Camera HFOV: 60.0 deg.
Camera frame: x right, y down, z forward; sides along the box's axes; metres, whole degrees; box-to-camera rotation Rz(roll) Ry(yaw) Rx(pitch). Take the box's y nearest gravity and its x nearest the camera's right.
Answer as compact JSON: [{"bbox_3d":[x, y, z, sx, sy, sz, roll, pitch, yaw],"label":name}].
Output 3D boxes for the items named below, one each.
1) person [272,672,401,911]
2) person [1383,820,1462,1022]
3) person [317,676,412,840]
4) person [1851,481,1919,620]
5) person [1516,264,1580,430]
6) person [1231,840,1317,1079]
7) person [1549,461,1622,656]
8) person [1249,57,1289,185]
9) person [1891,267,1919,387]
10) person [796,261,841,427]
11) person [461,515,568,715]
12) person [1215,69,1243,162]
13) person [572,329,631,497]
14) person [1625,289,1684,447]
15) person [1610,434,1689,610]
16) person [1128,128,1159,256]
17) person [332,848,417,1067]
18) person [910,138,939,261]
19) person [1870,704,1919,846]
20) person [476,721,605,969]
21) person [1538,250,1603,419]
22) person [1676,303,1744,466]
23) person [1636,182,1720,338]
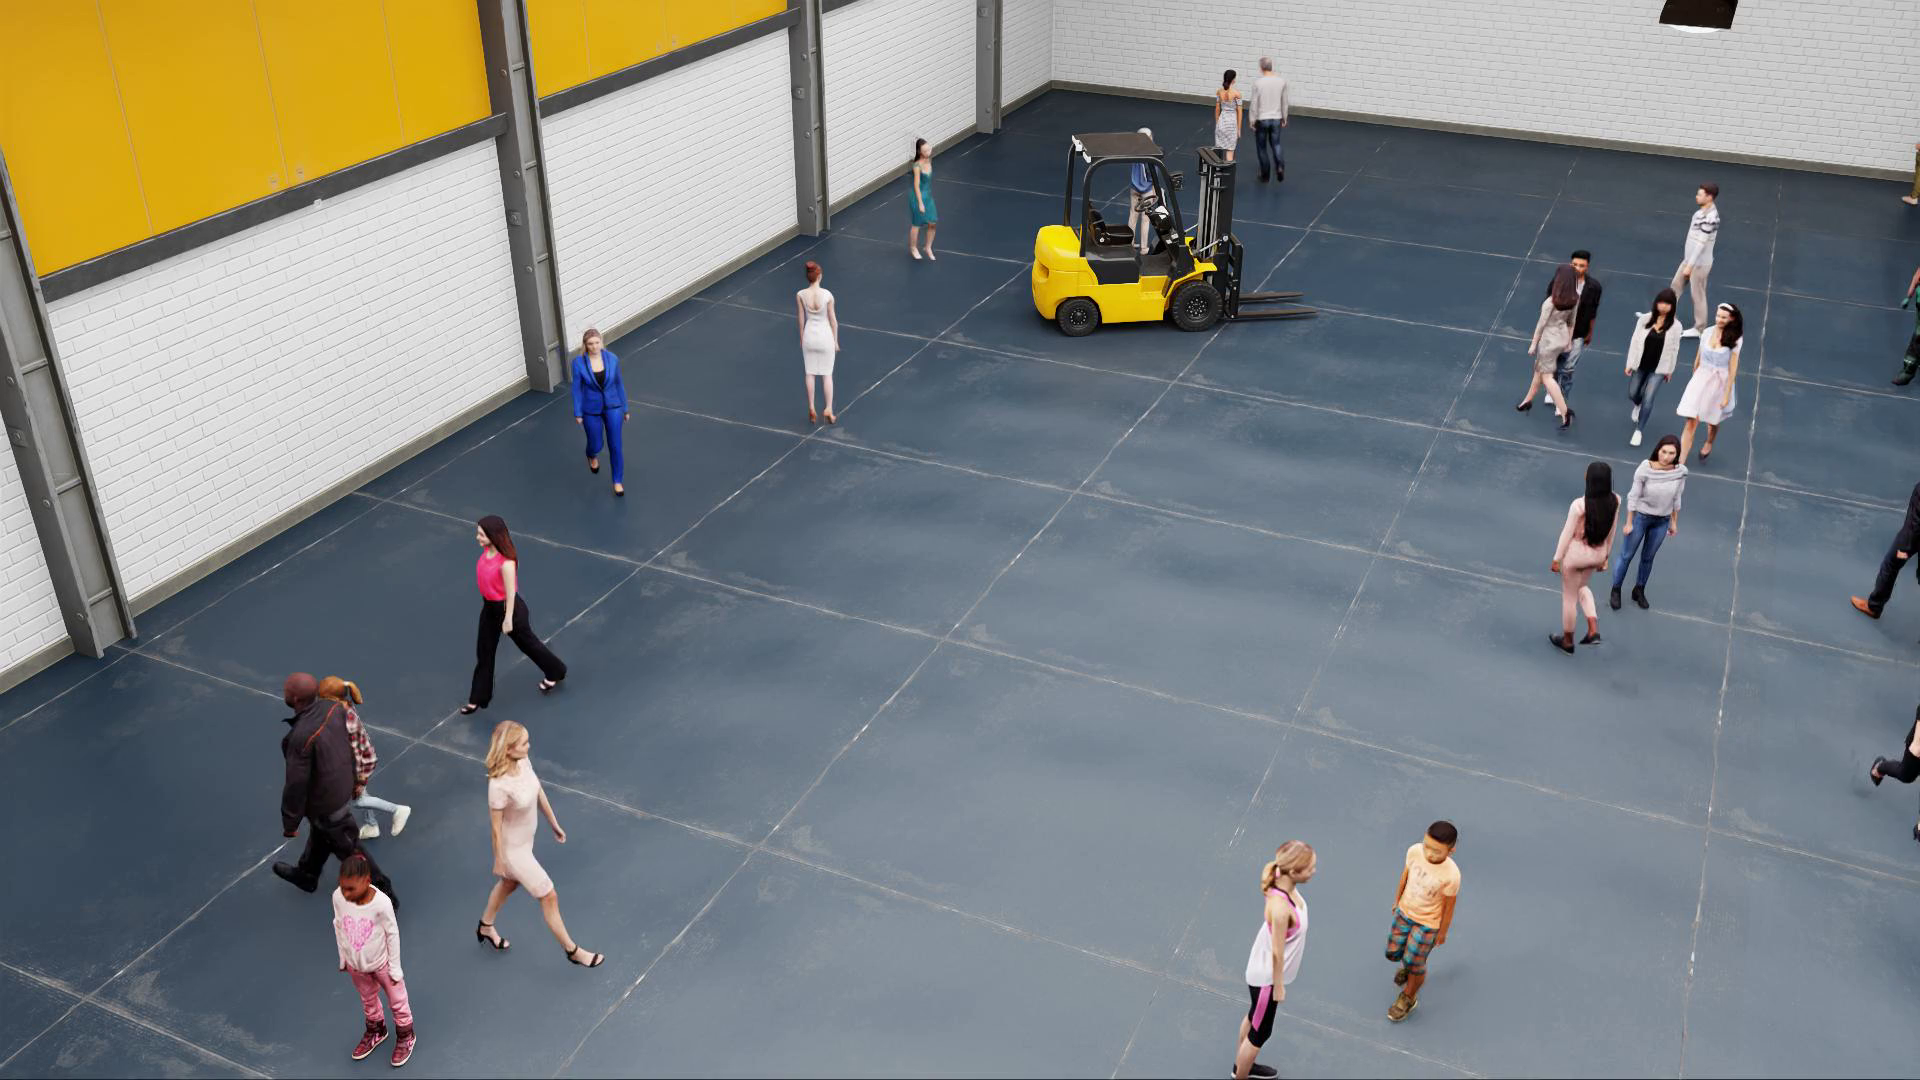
[{"bbox_3d":[-3.929,1.638,10.552,1.055,1.794,1.189,2,29,4],"label":"person"},{"bbox_3d":[2.782,2.205,9.871,0.763,1.450,0.681,-19,34,-31],"label":"person"},{"bbox_3d":[-4.054,1.488,11.353,0.806,1.290,0.742,-14,31,-24],"label":"person"},{"bbox_3d":[7.898,0.024,13.530,1.174,1.775,1.279,-7,29,-13],"label":"person"},{"bbox_3d":[6.198,-1.973,17.255,1.094,1.715,1.083,-15,32,-26],"label":"person"},{"bbox_3d":[1.702,2.384,9.200,0.699,1.780,0.551,6,29,11],"label":"person"},{"bbox_3d":[5.029,0.197,13.281,0.787,1.711,0.846,-11,31,-19],"label":"person"},{"bbox_3d":[4.627,-6.226,24.887,1.006,1.873,1.098,-1,29,-2],"label":"person"},{"bbox_3d":[10.776,-2.615,18.348,1.316,1.795,1.123,-17,33,-28],"label":"person"},{"bbox_3d":[-1.487,-2.045,17.304,0.618,1.794,0.556,7,29,12],"label":"person"},{"bbox_3d":[-3.408,0.558,12.737,1.172,1.597,0.883,-22,36,-35],"label":"person"},{"bbox_3d":[3.935,-6.045,24.610,0.639,1.821,0.604,21,35,34],"label":"person"},{"bbox_3d":[-3.472,-1.263,15.987,0.920,1.683,0.966,-14,32,-24],"label":"person"},{"bbox_3d":[7.081,-1.812,17.052,0.660,1.627,0.930,15,32,25],"label":"person"},{"bbox_3d":[5.803,-0.169,14.034,0.674,1.631,0.656,0,29,0],"label":"person"},{"bbox_3d":[2.432,-4.667,22.213,0.680,1.696,0.686,-25,37,-38],"label":"person"},{"bbox_3d":[-3.385,2.374,9.561,0.582,1.451,0.553,6,29,11],"label":"person"},{"bbox_3d":[-0.539,-4.466,21.890,0.714,1.653,0.668,14,32,24],"label":"person"},{"bbox_3d":[6.605,1.313,11.312,0.847,1.636,1.044,-1,29,-2],"label":"person"},{"bbox_3d":[-2.782,1.869,10.159,0.847,1.766,1.097,5,29,9],"label":"person"},{"bbox_3d":[6.484,-2.265,17.722,0.684,1.780,0.987,13,31,22],"label":"person"},{"bbox_3d":[7.373,-1.461,16.261,0.860,1.767,1.263,23,36,36],"label":"person"},{"bbox_3d":[8.733,-3.262,19.496,0.894,1.832,1.015,7,29,13],"label":"person"}]
